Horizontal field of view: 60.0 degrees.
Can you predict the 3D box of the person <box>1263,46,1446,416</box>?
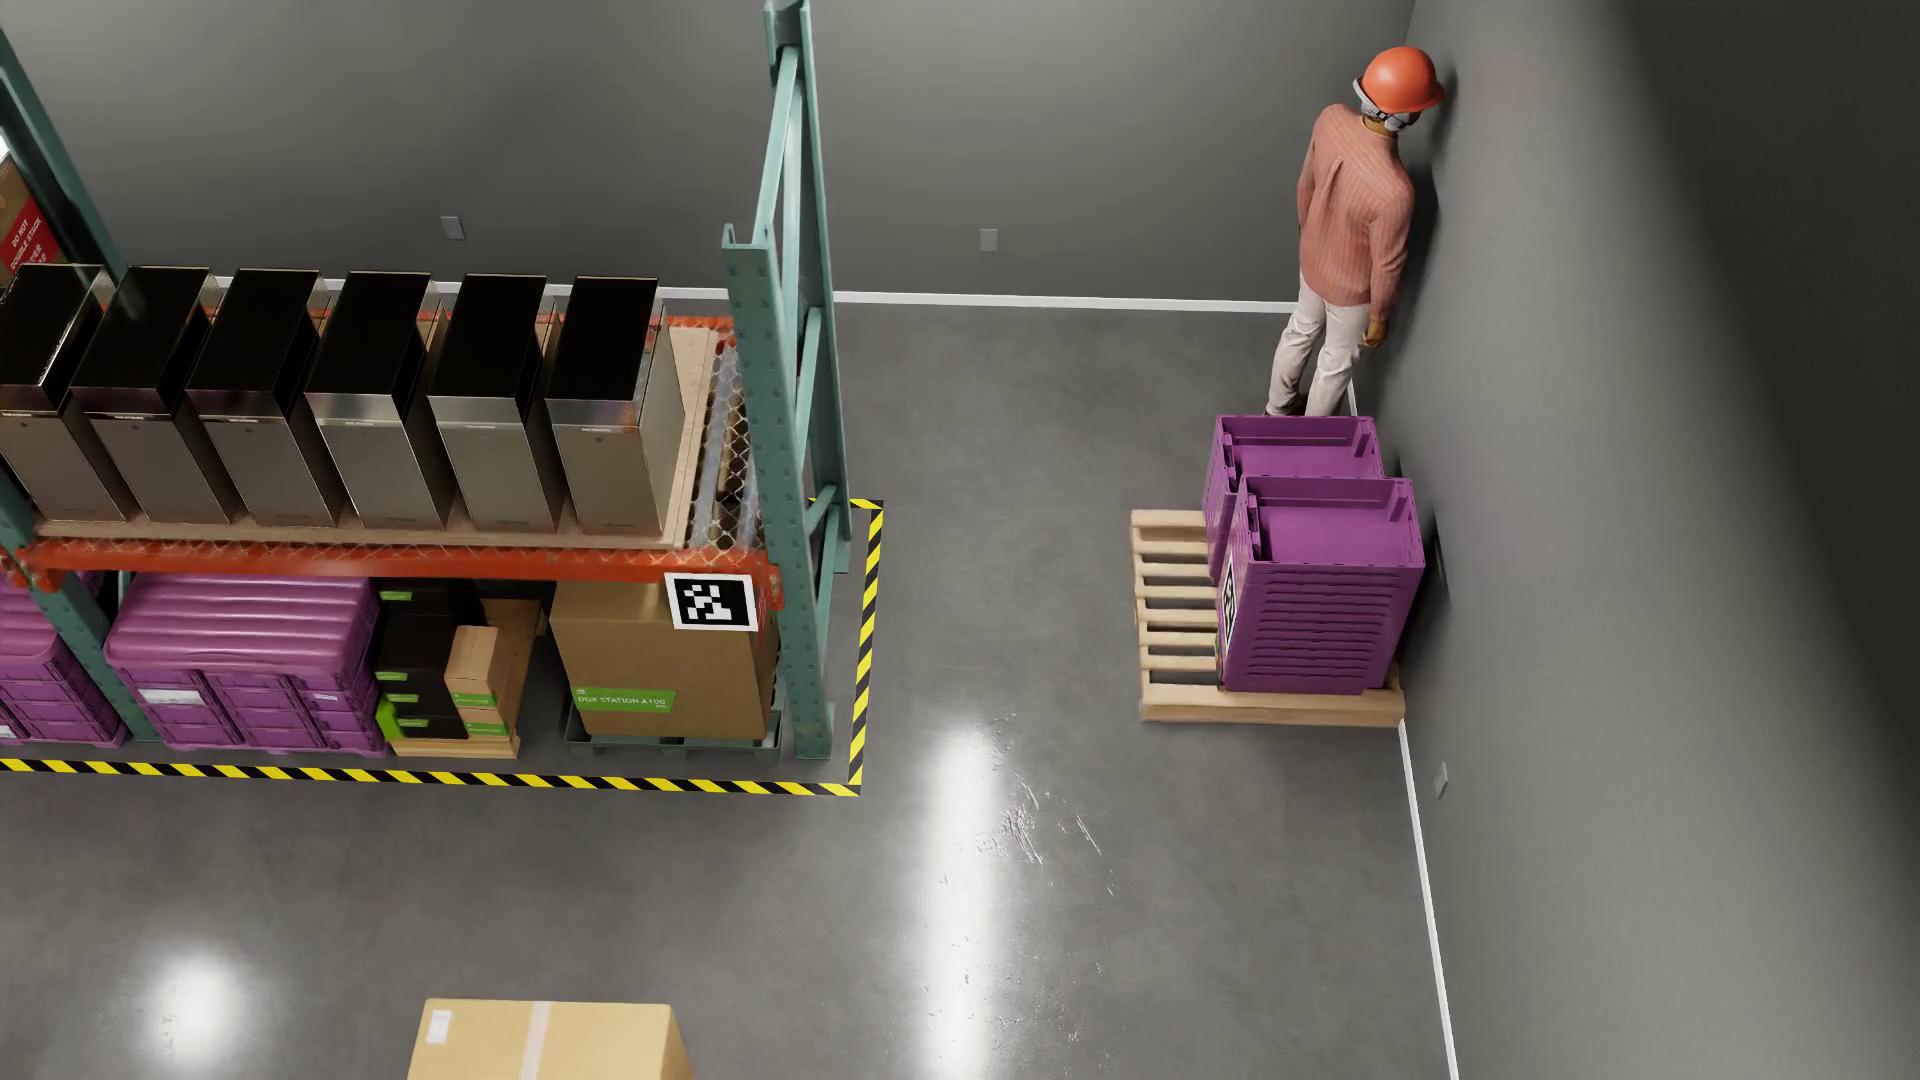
[{"bbox_3d":[1.517,-1.060,6.492,0.387,1.992,0.626,-18,54,-13],"label":"person"}]
